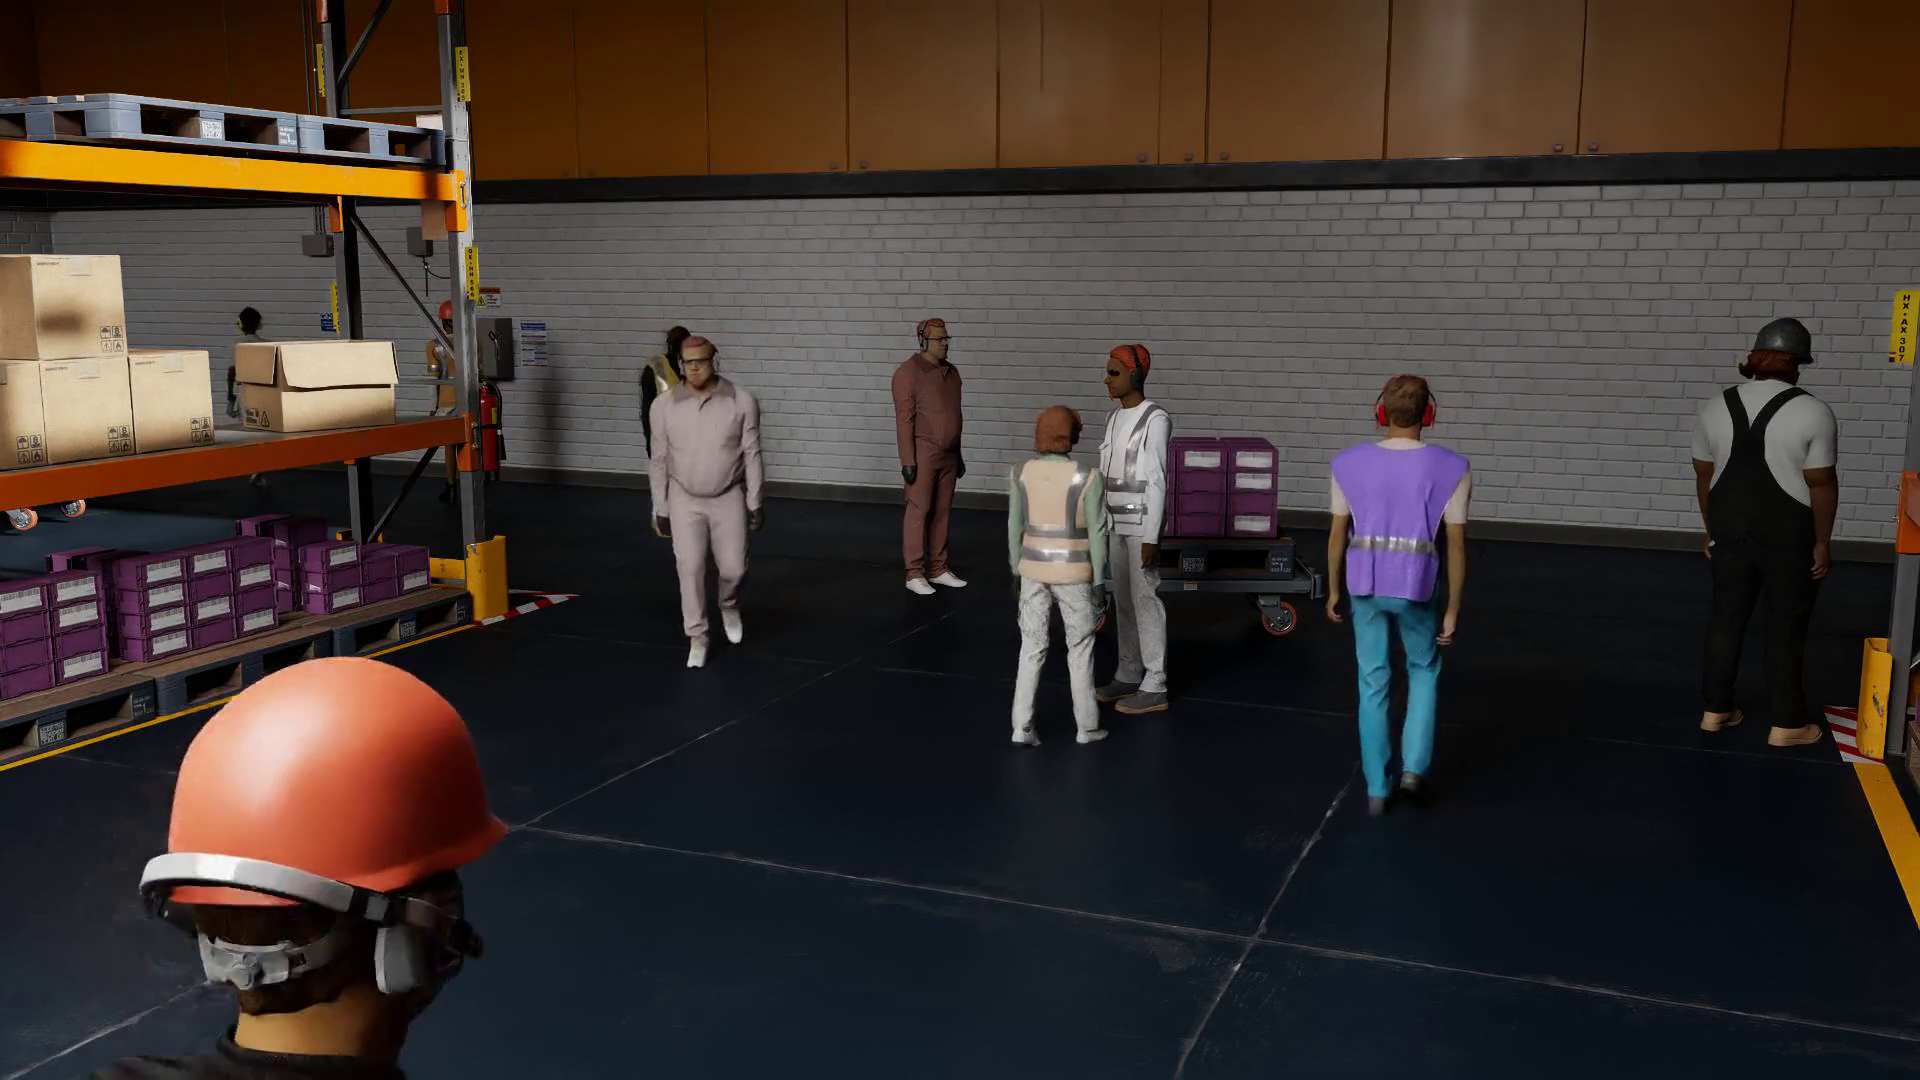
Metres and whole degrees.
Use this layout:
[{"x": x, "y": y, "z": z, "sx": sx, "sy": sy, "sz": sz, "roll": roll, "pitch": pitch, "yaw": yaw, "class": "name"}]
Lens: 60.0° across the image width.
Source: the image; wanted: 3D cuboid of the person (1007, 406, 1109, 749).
[{"x": 0.444, "y": 0.197, "z": 7.822, "sx": 0.548, "sy": 1.636, "sz": 0.601, "roll": 5, "pitch": 11, "yaw": 29, "class": "person"}]

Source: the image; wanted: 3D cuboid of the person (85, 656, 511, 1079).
[{"x": -0.614, "y": 1.091, "z": 1.313, "sx": 0.615, "sy": 1.966, "sz": 0.820, "roll": 6, "pitch": 11, "yaw": 32, "class": "person"}]

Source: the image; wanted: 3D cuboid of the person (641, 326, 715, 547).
[{"x": -2.295, "y": -0.856, "z": 13.621, "sx": 0.665, "sy": 1.792, "sz": 0.971, "roll": -4, "pitch": 10, "yaw": -24, "class": "person"}]

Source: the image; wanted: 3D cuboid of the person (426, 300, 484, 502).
[{"x": -4.854, "y": -1.334, "z": 16.022, "sx": 0.545, "sy": 1.942, "sz": 0.354, "roll": -7, "pitch": 12, "yaw": -35, "class": "person"}]

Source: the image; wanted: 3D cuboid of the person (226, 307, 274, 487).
[{"x": -7.208, "y": -1.445, "z": 16.963, "sx": 0.542, "sy": 1.852, "sz": 0.452, "roll": -8, "pitch": 13, "yaw": -42, "class": "person"}]

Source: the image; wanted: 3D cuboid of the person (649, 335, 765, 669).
[{"x": -1.445, "y": -0.230, "z": 9.504, "sx": 0.655, "sy": 1.884, "sz": 0.535, "roll": -1, "pitch": 9, "yaw": -6, "class": "person"}]

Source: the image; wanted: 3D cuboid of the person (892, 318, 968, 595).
[{"x": -0.181, "y": -0.583, "z": 11.585, "sx": 0.408, "sy": 1.908, "sz": 0.645, "roll": 7, "pitch": 12, "yaw": 36, "class": "person"}]

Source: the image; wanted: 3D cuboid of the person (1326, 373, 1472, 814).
[{"x": 1.802, "y": 0.230, "z": 6.898, "sx": 0.572, "sy": 1.828, "sz": 0.456, "roll": 3, "pitch": 10, "yaw": 18, "class": "person"}]

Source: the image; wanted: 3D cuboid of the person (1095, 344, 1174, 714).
[{"x": 0.883, "y": -0.059, "z": 8.516, "sx": 0.348, "sy": 1.878, "sz": 0.578, "roll": -4, "pitch": 10, "yaw": -21, "class": "person"}]

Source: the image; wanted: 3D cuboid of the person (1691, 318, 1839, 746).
[{"x": 3.884, "y": -0.054, "z": 7.966, "sx": 0.537, "sy": 2.000, "sz": 0.679, "roll": -7, "pitch": 11, "yaw": -35, "class": "person"}]
